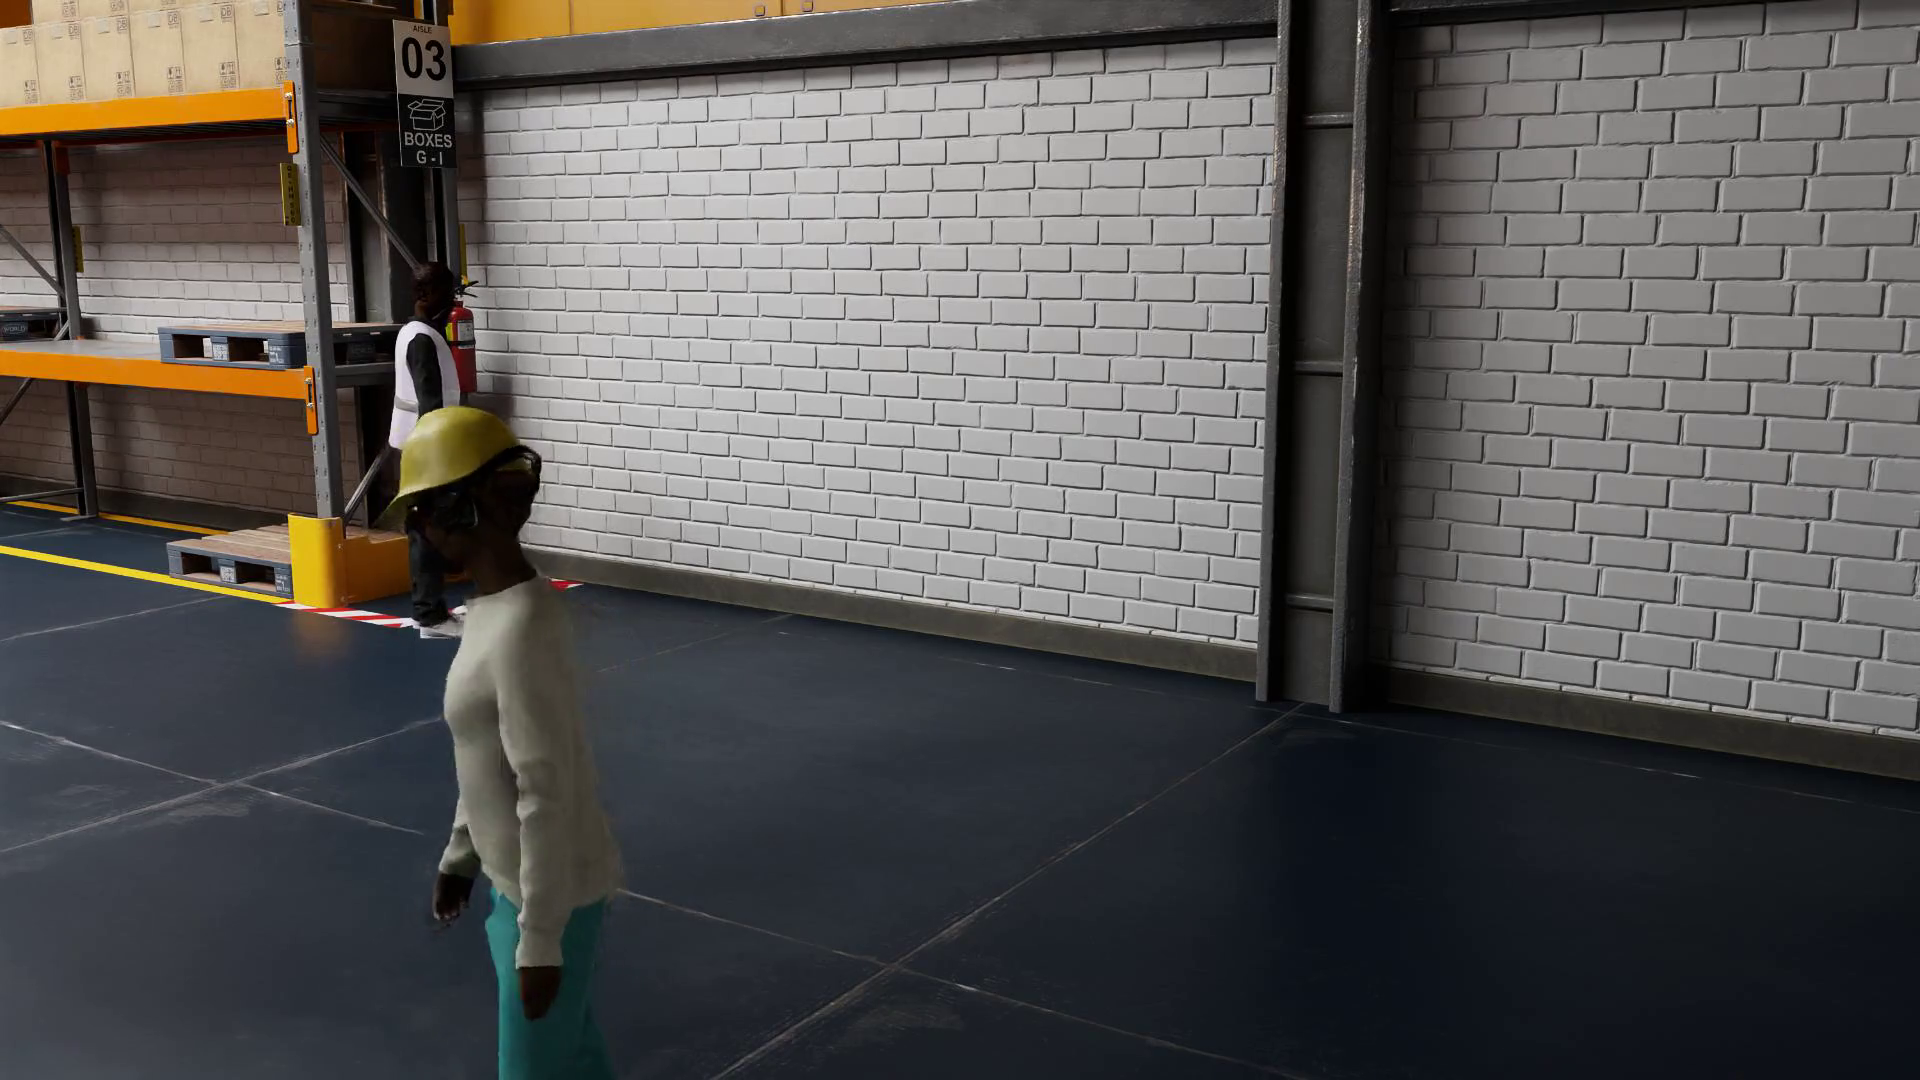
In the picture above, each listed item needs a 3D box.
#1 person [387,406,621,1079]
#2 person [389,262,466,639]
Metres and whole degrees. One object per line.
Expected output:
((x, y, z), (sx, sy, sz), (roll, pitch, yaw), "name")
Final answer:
((-0.801, 0.628, 3.015), (0.371, 1.733, 0.789), (-3, 11, -14), "person")
((-2.711, -0.453, 8.499), (0.390, 1.913, 0.588), (-4, 11, -22), "person")
